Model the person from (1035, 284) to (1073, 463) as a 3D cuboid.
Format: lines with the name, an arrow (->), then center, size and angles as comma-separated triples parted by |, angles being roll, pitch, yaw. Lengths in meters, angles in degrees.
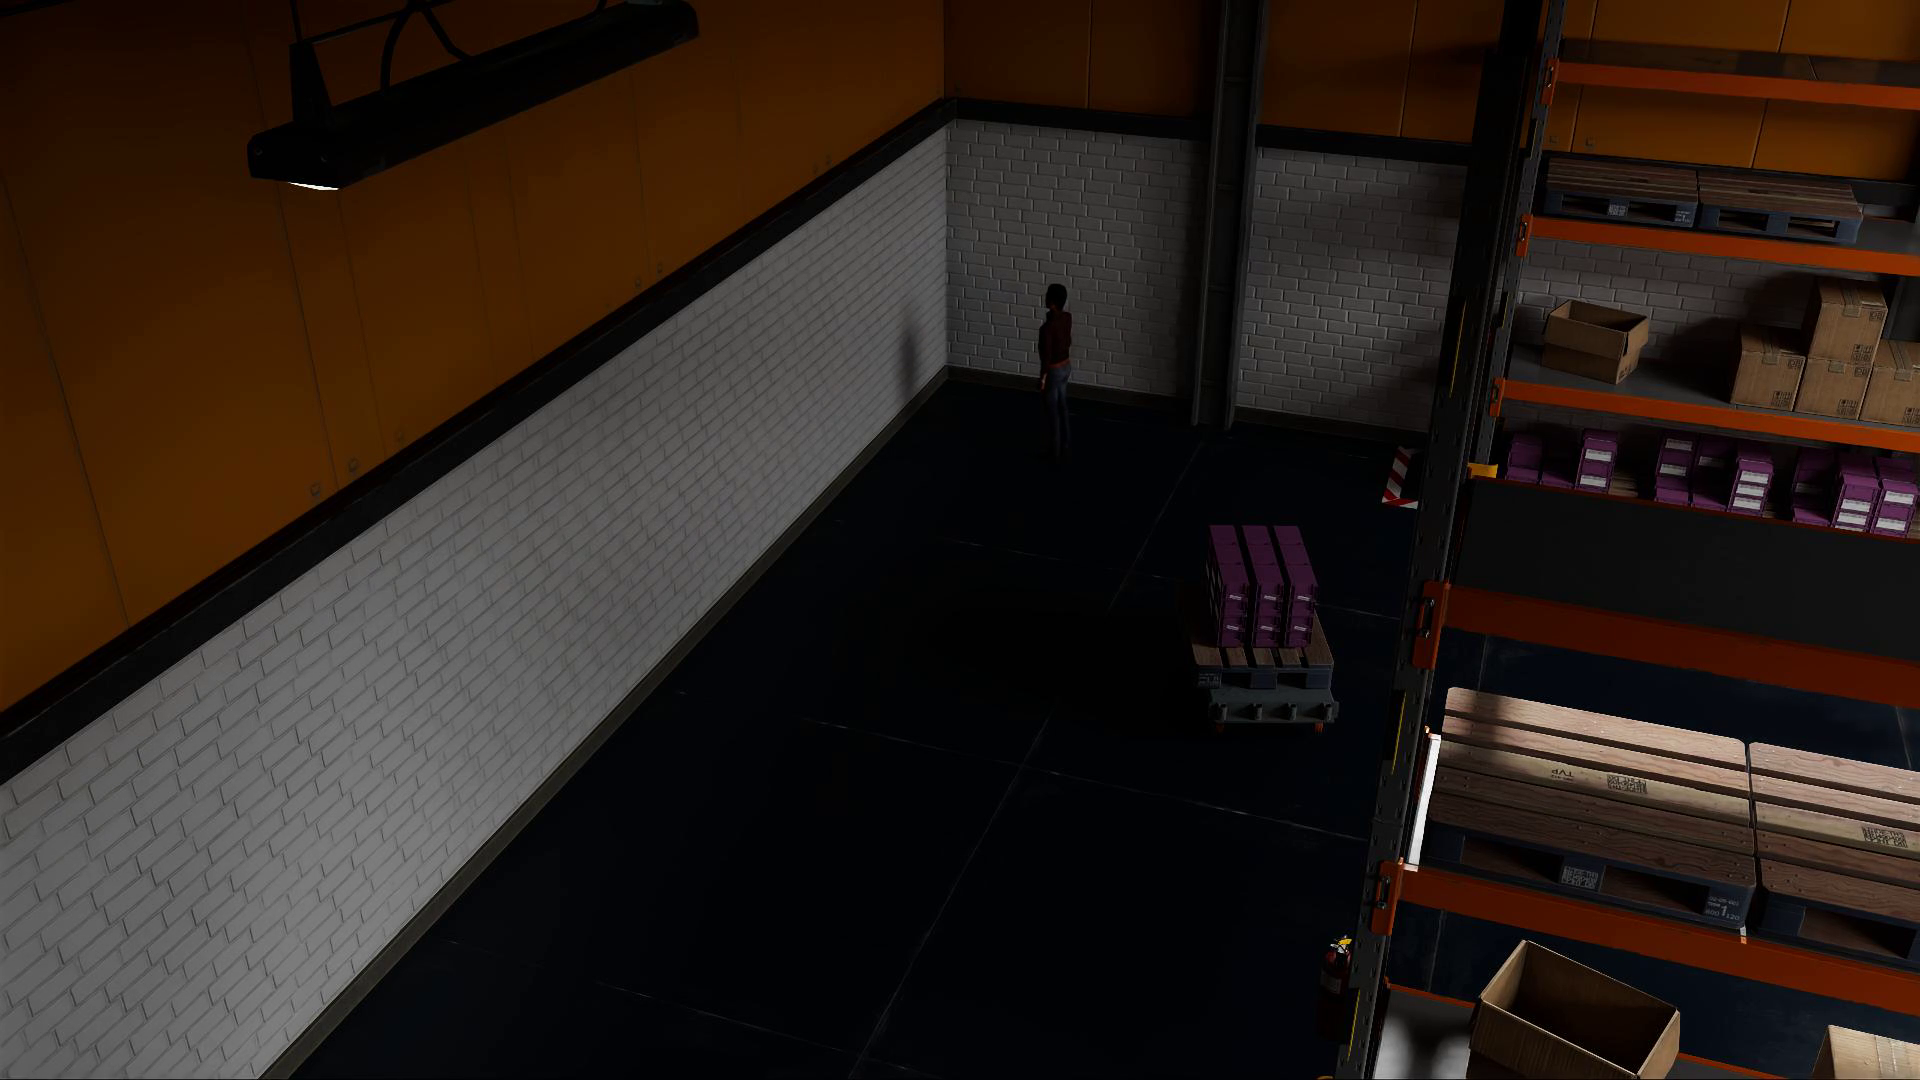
person -> 0.925, -1.613, 16.020 | 0.595, 1.779, 0.698 | 17, 33, 29
